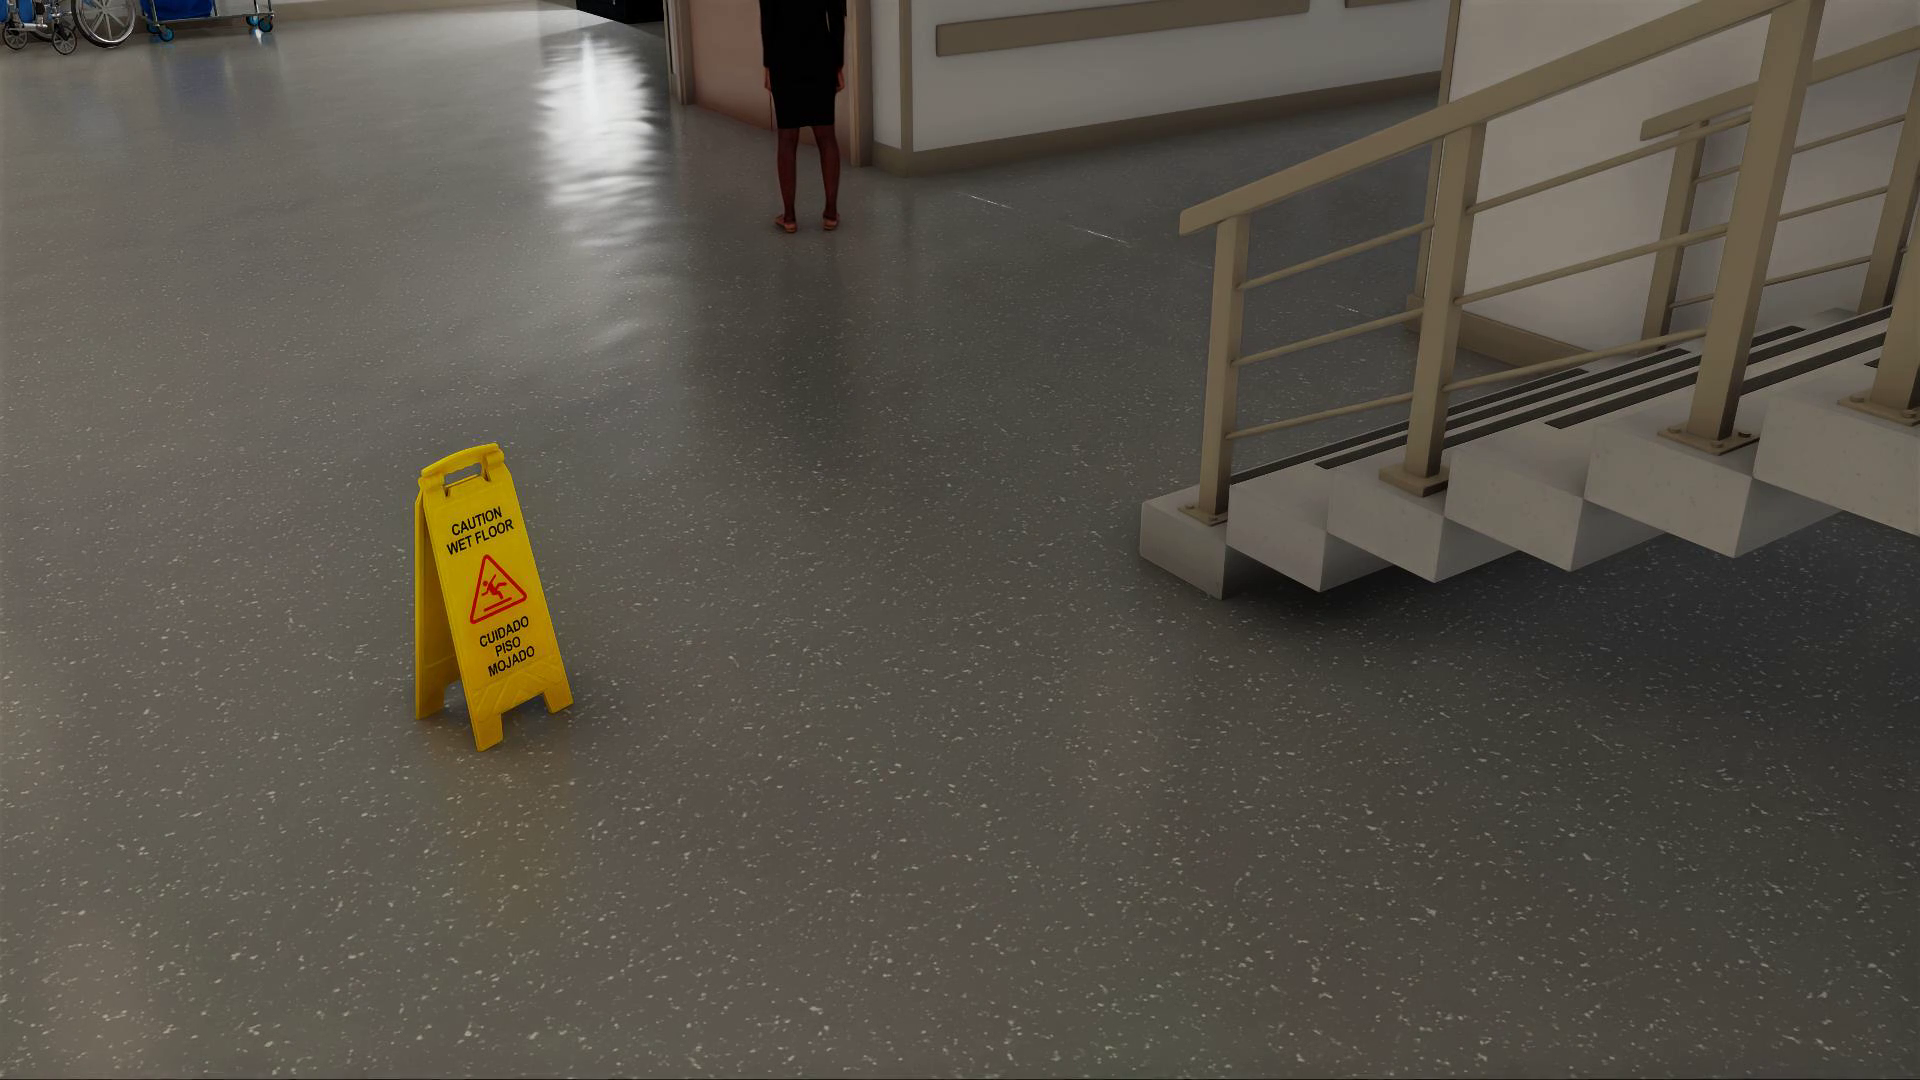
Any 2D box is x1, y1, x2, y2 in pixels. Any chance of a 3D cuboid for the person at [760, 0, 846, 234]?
[{"bbox_3d":[-0.844,-2.542,8.968,0.661,1.722,0.610,-7,27,-15],"label":"person"}]
